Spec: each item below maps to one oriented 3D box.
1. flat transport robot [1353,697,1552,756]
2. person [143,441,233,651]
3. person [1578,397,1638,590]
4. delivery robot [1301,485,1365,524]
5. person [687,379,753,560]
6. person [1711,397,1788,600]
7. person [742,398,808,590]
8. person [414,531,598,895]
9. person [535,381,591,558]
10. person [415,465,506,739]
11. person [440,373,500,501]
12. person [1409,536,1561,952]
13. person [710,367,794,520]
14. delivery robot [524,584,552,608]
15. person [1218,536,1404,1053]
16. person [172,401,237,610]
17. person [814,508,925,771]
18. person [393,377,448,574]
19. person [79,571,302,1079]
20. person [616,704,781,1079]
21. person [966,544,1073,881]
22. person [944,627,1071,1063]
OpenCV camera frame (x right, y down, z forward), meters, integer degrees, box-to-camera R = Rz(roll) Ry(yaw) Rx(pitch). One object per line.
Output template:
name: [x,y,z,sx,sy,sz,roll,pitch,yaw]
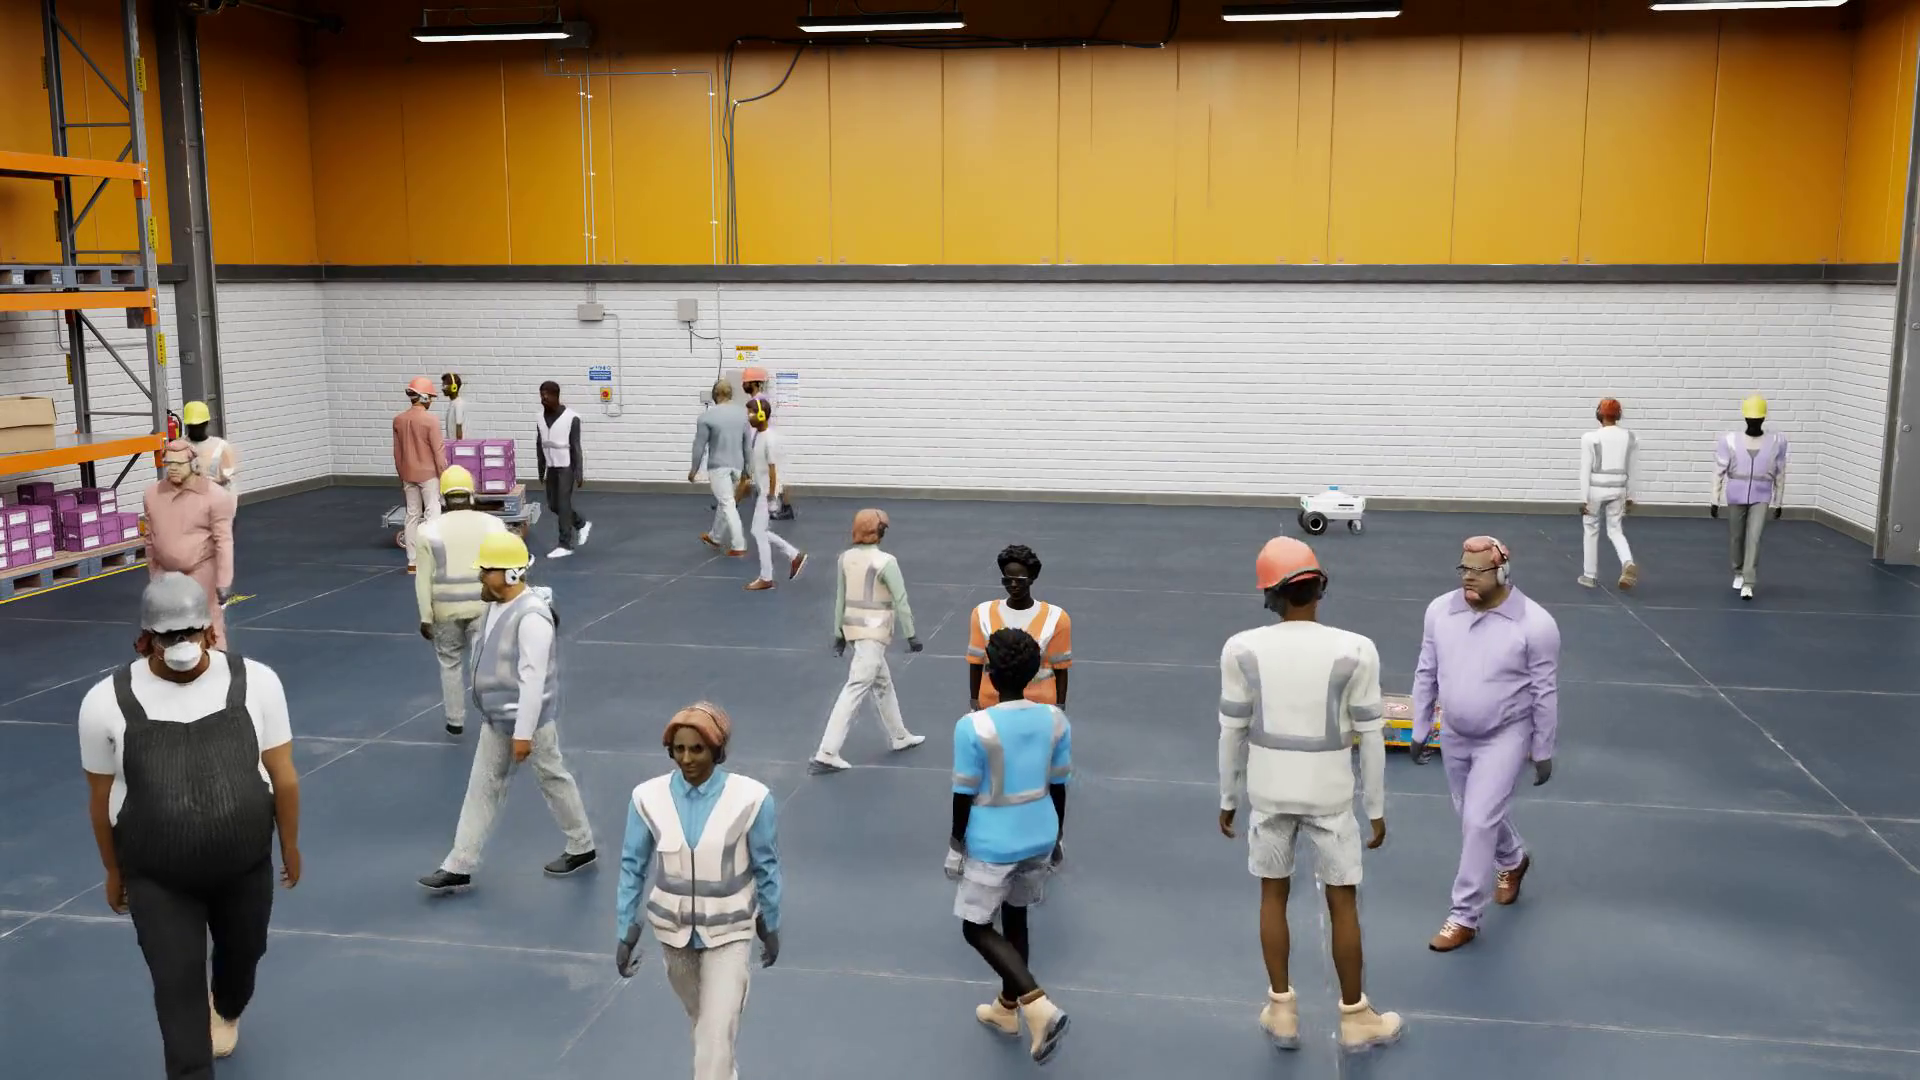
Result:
flat transport robot: [3.023,1.179,10.728,1.431,0.197,0.652,2,9,10]
person: [-5.325,0.270,11.381,0.668,1.880,0.732,1,9,3]
person: [6.178,-0.425,15.808,0.575,1.857,0.782,-1,9,-5]
delivery robot: [4.340,-0.398,19.347,0.707,0.478,0.477,0,9,2]
person: [-2.565,-0.763,17.749,0.648,1.885,0.998,-9,13,-43]
person: [7.394,-0.406,15.615,0.611,1.873,1.011,5,10,26]
person: [-1.798,-0.439,15.901,0.558,1.847,0.540,-2,9,-14]
person: [-2.209,0.841,8.153,0.919,1.783,0.612,-7,12,-38]
person: [-4.251,-0.782,17.895,0.634,1.893,0.659,5,11,29]
person: [-3.160,0.428,10.639,0.599,1.813,0.699,-5,10,-27]
person: [-5.967,-1.089,19.957,0.788,1.840,0.524,-4,10,-24]
person: [2.441,0.879,7.670,0.921,1.869,0.649,-8,12,-41]
person: [-2.518,-1.160,20.302,1.035,1.872,0.551,-1,9,-8]
delivery robot: [-3.756,0.504,13.747,0.707,0.478,0.477,2,9,10]
person: [1.398,0.998,6.518,0.787,1.991,0.429,3,10,20]
person: [-6.705,-0.270,14.675,0.613,1.893,0.799,0,9,-1]
person: [-0.579,0.598,10.255,0.893,1.587,0.518,-7,11,-37]
person: [-5.369,-0.631,16.657,0.611,1.985,0.393,4,10,24]
person: [-2.762,1.056,6.018,0.687,2.000,0.917,-5,11,-31]
person: [-0.890,1.336,5.670,0.537,1.588,0.878,1,9,8]
person: [0.290,0.858,8.311,0.535,1.697,0.318,2,9,10]
person: [0.235,1.175,6.376,0.532,1.681,0.610,-7,11,-36]
